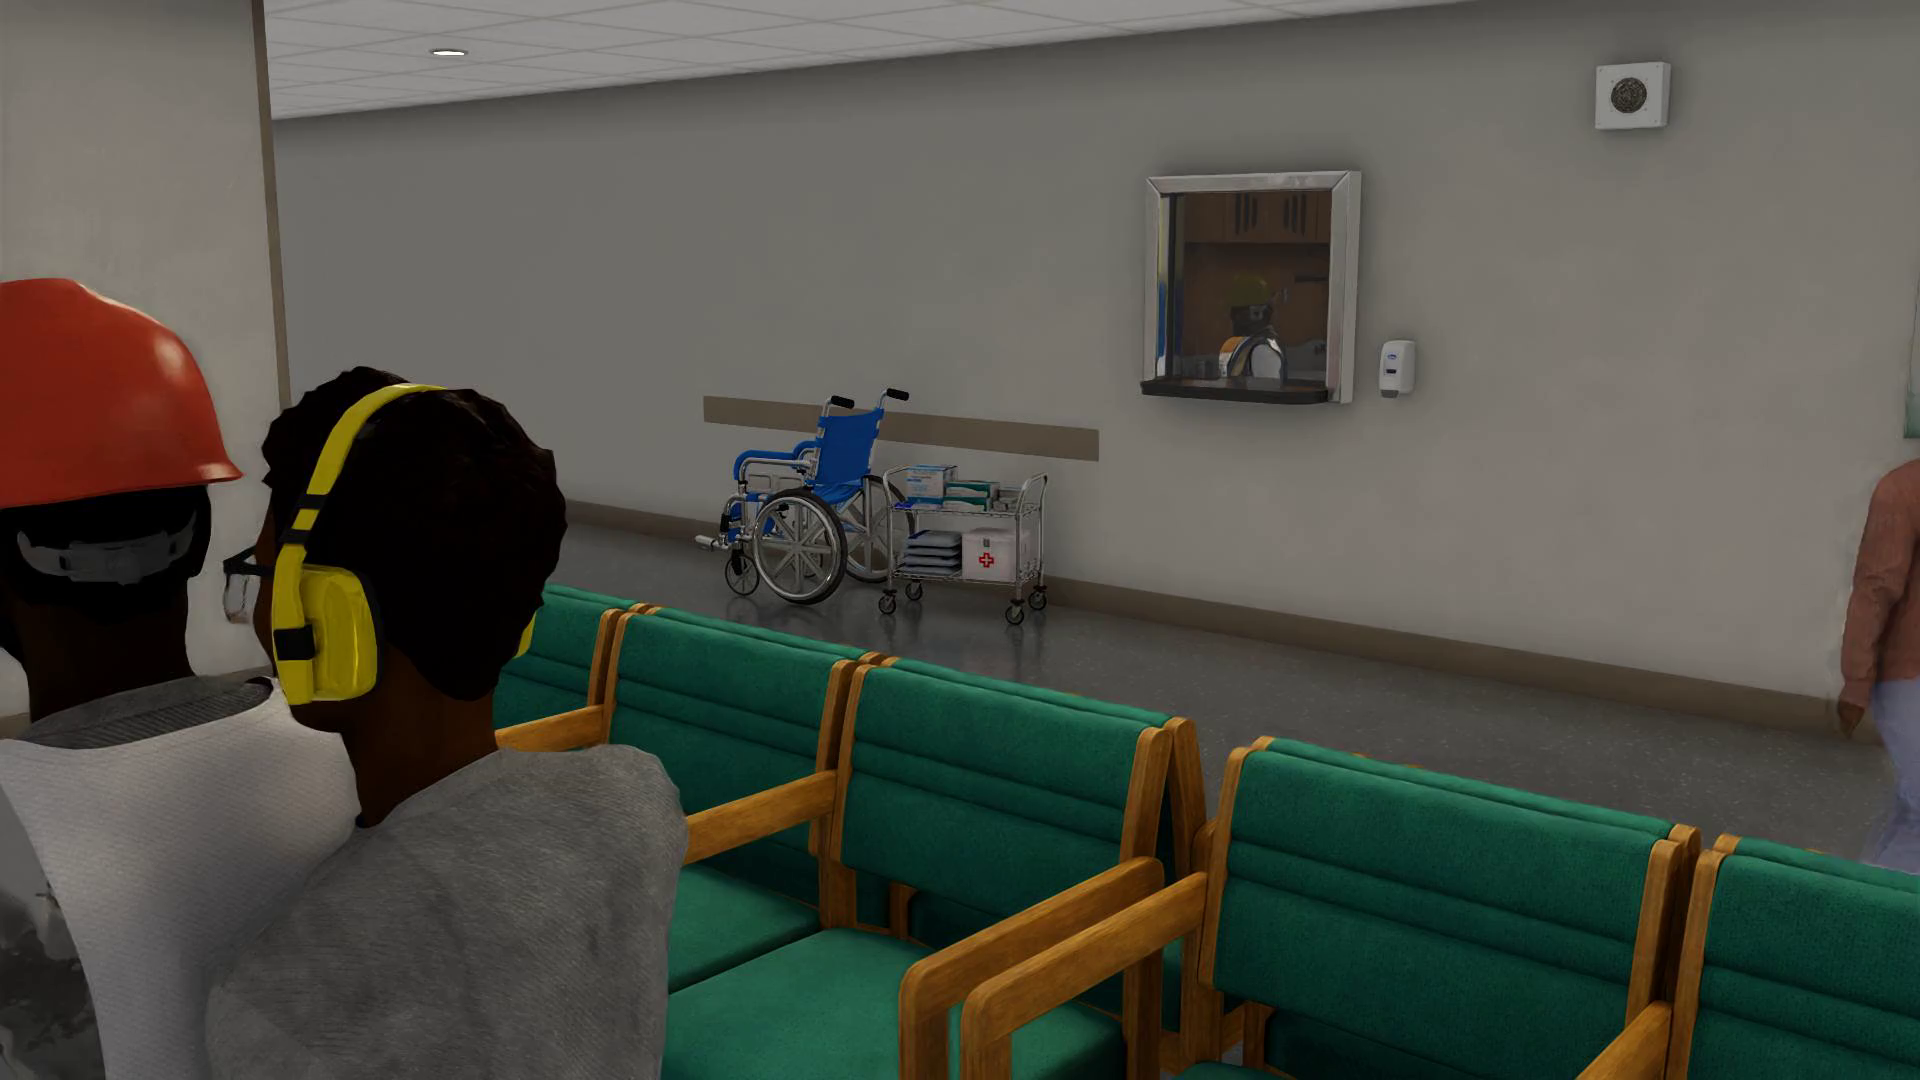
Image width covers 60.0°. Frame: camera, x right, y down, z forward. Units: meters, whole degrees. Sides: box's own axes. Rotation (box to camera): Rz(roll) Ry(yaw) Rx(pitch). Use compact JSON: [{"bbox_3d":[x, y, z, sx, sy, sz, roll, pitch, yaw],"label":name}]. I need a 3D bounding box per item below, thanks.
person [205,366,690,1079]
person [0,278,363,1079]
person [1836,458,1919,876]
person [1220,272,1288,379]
[{"bbox_3d":[-0.399,0.805,1.348,0.327,1.862,0.520,3,11,19],"label":"person"},{"bbox_3d":[-0.680,0.753,1.432,0.376,1.932,0.551,6,11,30],"label":"person"},{"bbox_3d":[2.481,0.362,4.183,0.521,1.745,0.455,-4,11,-23],"label":"person"},{"bbox_3d":[1.570,-0.534,9.058,0.404,1.828,0.587,1,10,3],"label":"person"}]
